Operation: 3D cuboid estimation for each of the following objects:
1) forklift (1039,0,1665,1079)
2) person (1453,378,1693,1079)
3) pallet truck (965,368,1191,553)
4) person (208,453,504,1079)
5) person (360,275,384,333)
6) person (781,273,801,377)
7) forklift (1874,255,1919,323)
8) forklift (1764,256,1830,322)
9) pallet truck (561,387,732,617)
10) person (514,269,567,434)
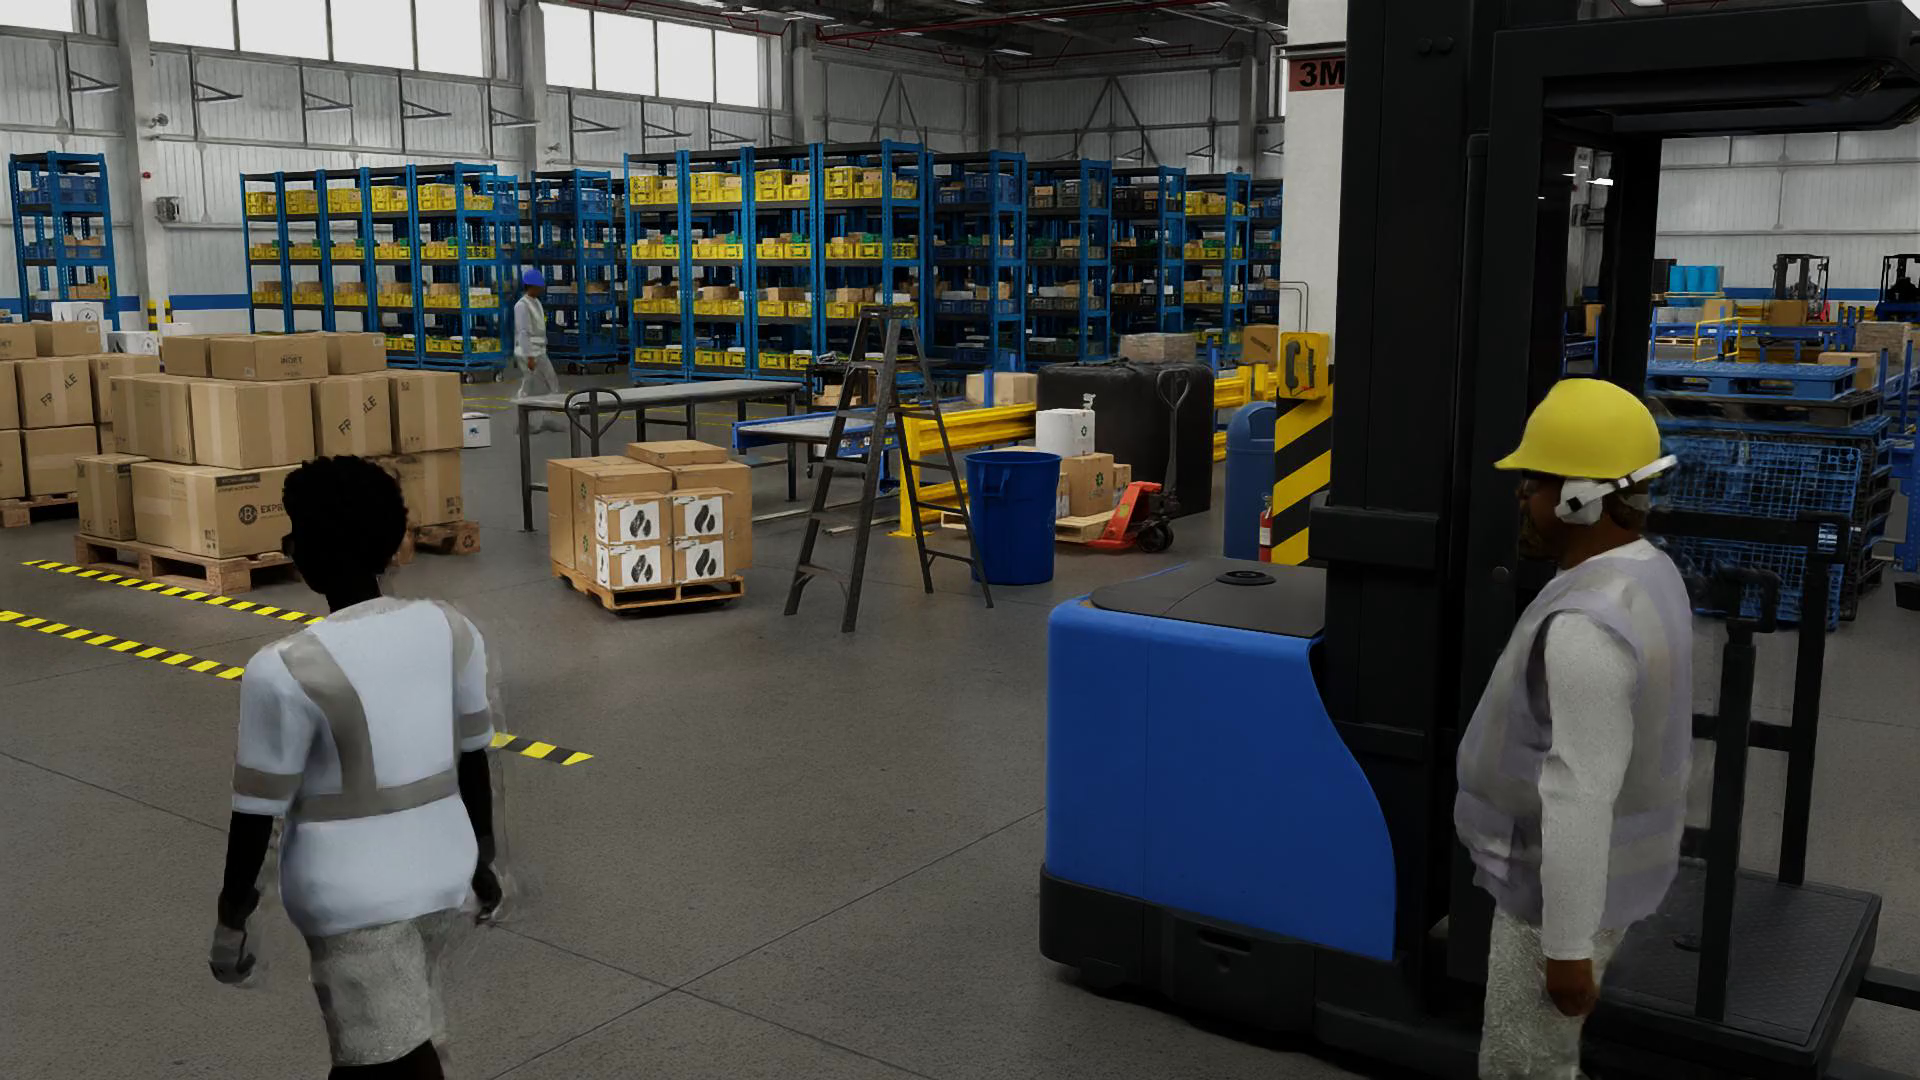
[{"bbox_3d":[1.249,-0.137,4.360,1.873,2.768,1.129,7,12,35],"label":"forklift"},{"bbox_3d":[1.194,0.611,3.077,0.630,1.815,0.598,6,11,31],"label":"person"},{"bbox_3d":[0.845,-0.609,11.869,1.630,1.274,0.653,7,12,35],"label":"pallet truck"},{"bbox_3d":[-1.203,0.662,3.214,0.847,1.649,0.557,4,11,25],"label":"person"},{"bbox_3d":[-11.770,-4.476,33.347,0.619,1.817,0.481,5,11,30],"label":"person"},{"bbox_3d":[-2.847,-3.661,28.496,0.432,1.817,0.622,8,12,38],"label":"person"},{"bbox_3d":[22.089,-5.634,38.796,1.157,1.987,2.680,6,11,33],"label":"forklift"},{"bbox_3d":[20.253,-5.854,40.139,1.157,1.987,2.680,7,12,35],"label":"forklift"},{"bbox_3d":[-1.981,-0.274,10.088,0.680,1.201,1.601,-5,11,-28],"label":"pallet truck"},{"bbox_3d":[-4.885,-2.172,19.328,0.704,1.918,0.625,1,10,6],"label":"person"}]
